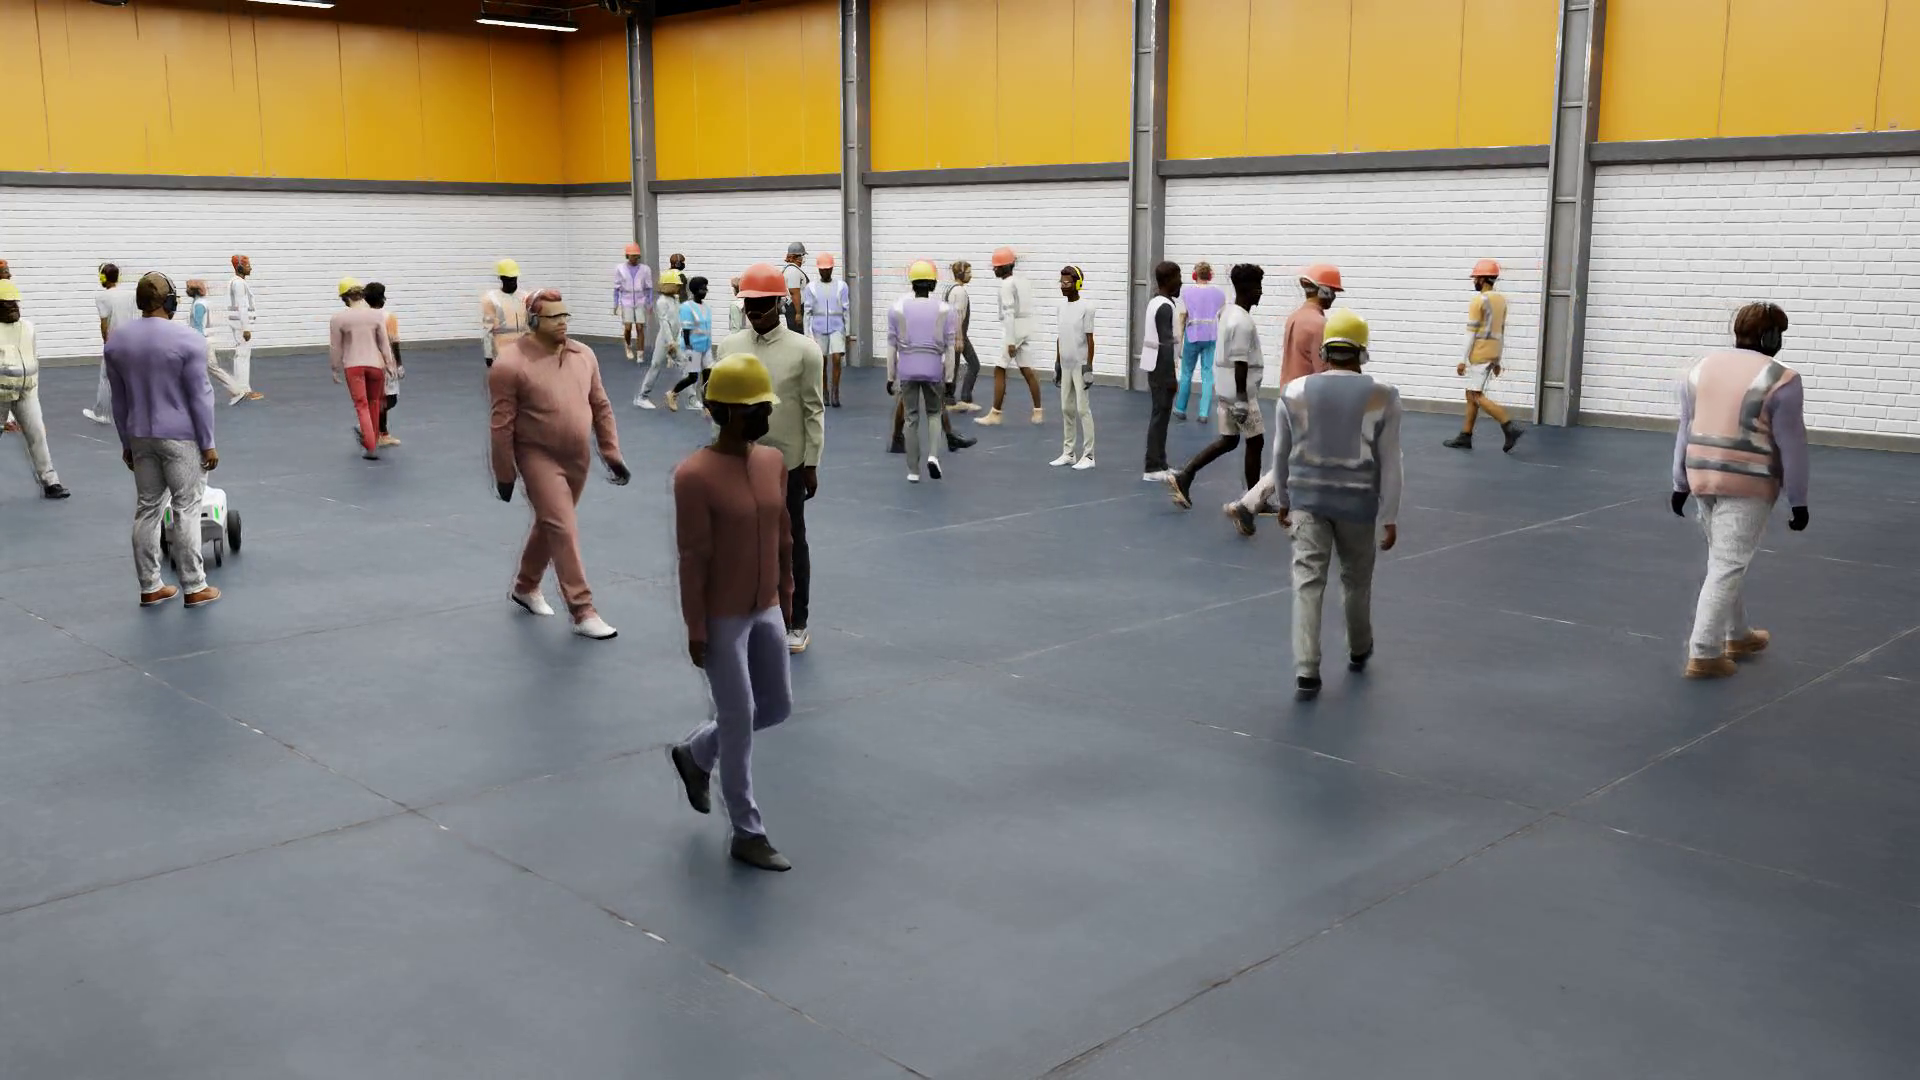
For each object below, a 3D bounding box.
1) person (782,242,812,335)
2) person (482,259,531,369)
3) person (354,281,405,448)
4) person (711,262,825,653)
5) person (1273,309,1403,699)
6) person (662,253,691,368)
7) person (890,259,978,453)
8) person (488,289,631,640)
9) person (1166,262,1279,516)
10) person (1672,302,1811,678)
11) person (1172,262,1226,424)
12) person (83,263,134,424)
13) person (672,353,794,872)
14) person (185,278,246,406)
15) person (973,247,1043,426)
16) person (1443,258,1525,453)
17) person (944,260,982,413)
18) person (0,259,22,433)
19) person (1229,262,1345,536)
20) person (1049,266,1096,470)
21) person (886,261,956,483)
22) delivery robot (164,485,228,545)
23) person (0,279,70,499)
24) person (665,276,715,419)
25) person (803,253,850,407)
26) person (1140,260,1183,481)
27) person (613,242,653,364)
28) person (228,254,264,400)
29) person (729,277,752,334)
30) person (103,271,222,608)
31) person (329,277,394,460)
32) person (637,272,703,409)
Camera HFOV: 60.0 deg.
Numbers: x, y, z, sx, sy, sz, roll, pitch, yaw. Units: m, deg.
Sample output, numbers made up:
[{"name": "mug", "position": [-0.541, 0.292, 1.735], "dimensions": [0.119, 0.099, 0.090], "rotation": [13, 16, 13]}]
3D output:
[{"name": "person", "position": [-2.390, -3.417, 24.778], "dimensions": [0.537, 2.000, 0.683], "rotation": [-2, 11, -13]}, {"name": "person", "position": [-4.810, -2.071, 17.891], "dimensions": [0.989, 1.874, 0.604], "rotation": [9, 13, 39]}, {"name": "person", "position": [-5.822, -1.724, 16.507], "dimensions": [0.532, 1.677, 0.640], "rotation": [5, 12, 26]}, {"name": "person", "position": [-0.991, -0.414, 8.529], "dimensions": [0.612, 1.995, 0.376], "rotation": [3, 11, 16]}, {"name": "person", "position": [1.791, -0.193, 7.889], "dimensions": [0.611, 1.782, 0.913], "rotation": [4, 11, 19]}, {"name": "person", "position": [-4.546, -3.689, 26.802], "dimensions": [0.429, 1.841, 0.633], "rotation": [-8, 13, -36]}, {"name": "person", "position": [-0.276, -1.770, 16.193], "dimensions": [0.932, 1.894, 0.570], "rotation": [3, 11, 17]}, {"name": "person", "position": [-2.219, -0.430, 9.032], "dimensions": [1.031, 1.856, 0.651], "rotation": [7, 13, 35]}, {"name": "person", "position": [2.043, -1.136, 12.624], "dimensions": [0.843, 1.941, 0.615], "rotation": [0, 10, -3]}, {"name": "person", "position": [3.875, -0.247, 8.123], "dimensions": [0.868, 1.805, 0.654], "rotation": [-5, 11, -25]}, {"name": "person", "position": [2.727, -2.263, 19.073], "dimensions": [0.596, 1.816, 0.763], "rotation": [-2, 11, -8]}, {"name": "person", "position": [-9.464, -2.177, 18.625], "dimensions": [0.977, 1.820, 0.519], "rotation": [6, 12, 30]}, {"name": "person", "position": [-0.804, 0.231, 5.690], "dimensions": [0.579, 1.754, 0.532], "rotation": [7, 13, 35]}, {"name": "person", "position": [-9.365, -2.445, 20.678], "dimensions": [0.806, 1.610, 0.523], "rotation": [-6, 12, -30]}, {"name": "person", "position": [0.597, -2.271, 18.701], "dimensions": [0.724, 1.998, 0.655], "rotation": [4, 11, 22]}, {"name": "person", "position": [5.206, -1.810, 16.388], "dimensions": [0.828, 1.911, 0.550], "rotation": [9, 14, 41]}, {"name": "person", "position": [0.068, -2.426, 19.950], "dimensions": [0.593, 1.827, 0.552], "rotation": [-3, 11, -14]}, {"name": "person", "position": [-10.394, -2.107, 18.061], "dimensions": [0.339, 1.882, 0.584], "rotation": [-4, 11, -19]}, {"name": "person", "position": [2.324, -0.958, 11.640], "dimensions": [0.872, 1.960, 0.660], "rotation": [-1, 10, -8]}, {"name": "person", "position": [1.045, -1.575, 15.246], "dimensions": [0.329, 1.861, 0.507], "rotation": [-8, 13, -37]}, {"name": "person", "position": [-0.342, -1.445, 14.393], "dimensions": [0.594, 1.912, 0.408], "rotation": [-1, 10, -4]}, {"name": "delivery robot", "position": [-5.032, -0.186, 10.955], "dimensions": [0.477, 0.478, 0.707], "rotation": [-4, 11, -20]}, {"name": "person", "position": [-7.727, -1.217, 13.503], "dimensions": [0.963, 1.790, 0.606], "rotation": [5, 12, 26]}, {"name": "person", "position": [-3.106, -2.231, 19.316], "dimensions": [0.599, 1.678, 0.531], "rotation": [7, 12, 33]}, {"name": "person", "position": [-1.648, -2.577, 20.556], "dimensions": [0.584, 1.903, 0.831], "rotation": [-1, 10, -4]}, {"name": "person", "position": [1.766, -1.472, 14.512], "dimensions": [0.387, 1.920, 0.594], "rotation": [0, 10, 0]}, {"name": "person", "position": [-5.410, -3.918, 27.577], "dimensions": [0.664, 2.016, 0.495], "rotation": [-3, 11, -16]}, {"name": "person", "position": [-9.352, -2.773, 21.690], "dimensions": [0.338, 1.882, 0.582], "rotation": [-6, 12, -29]}, {"name": "person", "position": [-2.580, -2.304, 19.800], "dimensions": [0.309, 1.641, 0.513], "rotation": [4, 11, 21]}, {"name": "person", "position": [-4.561, -0.564, 9.546], "dimensions": [0.622, 1.932, 0.375], "rotation": [2, 11, 12]}, {"name": "person", "position": [-5.790, -1.652, 16.011], "dimensions": [0.551, 1.717, 0.854], "rotation": [-8, 13, -37]}, {"name": "person", "position": [-3.589, -2.442, 20.411], "dimensions": [0.916, 1.696, 0.489], "rotation": [4, 11, 22]}]
